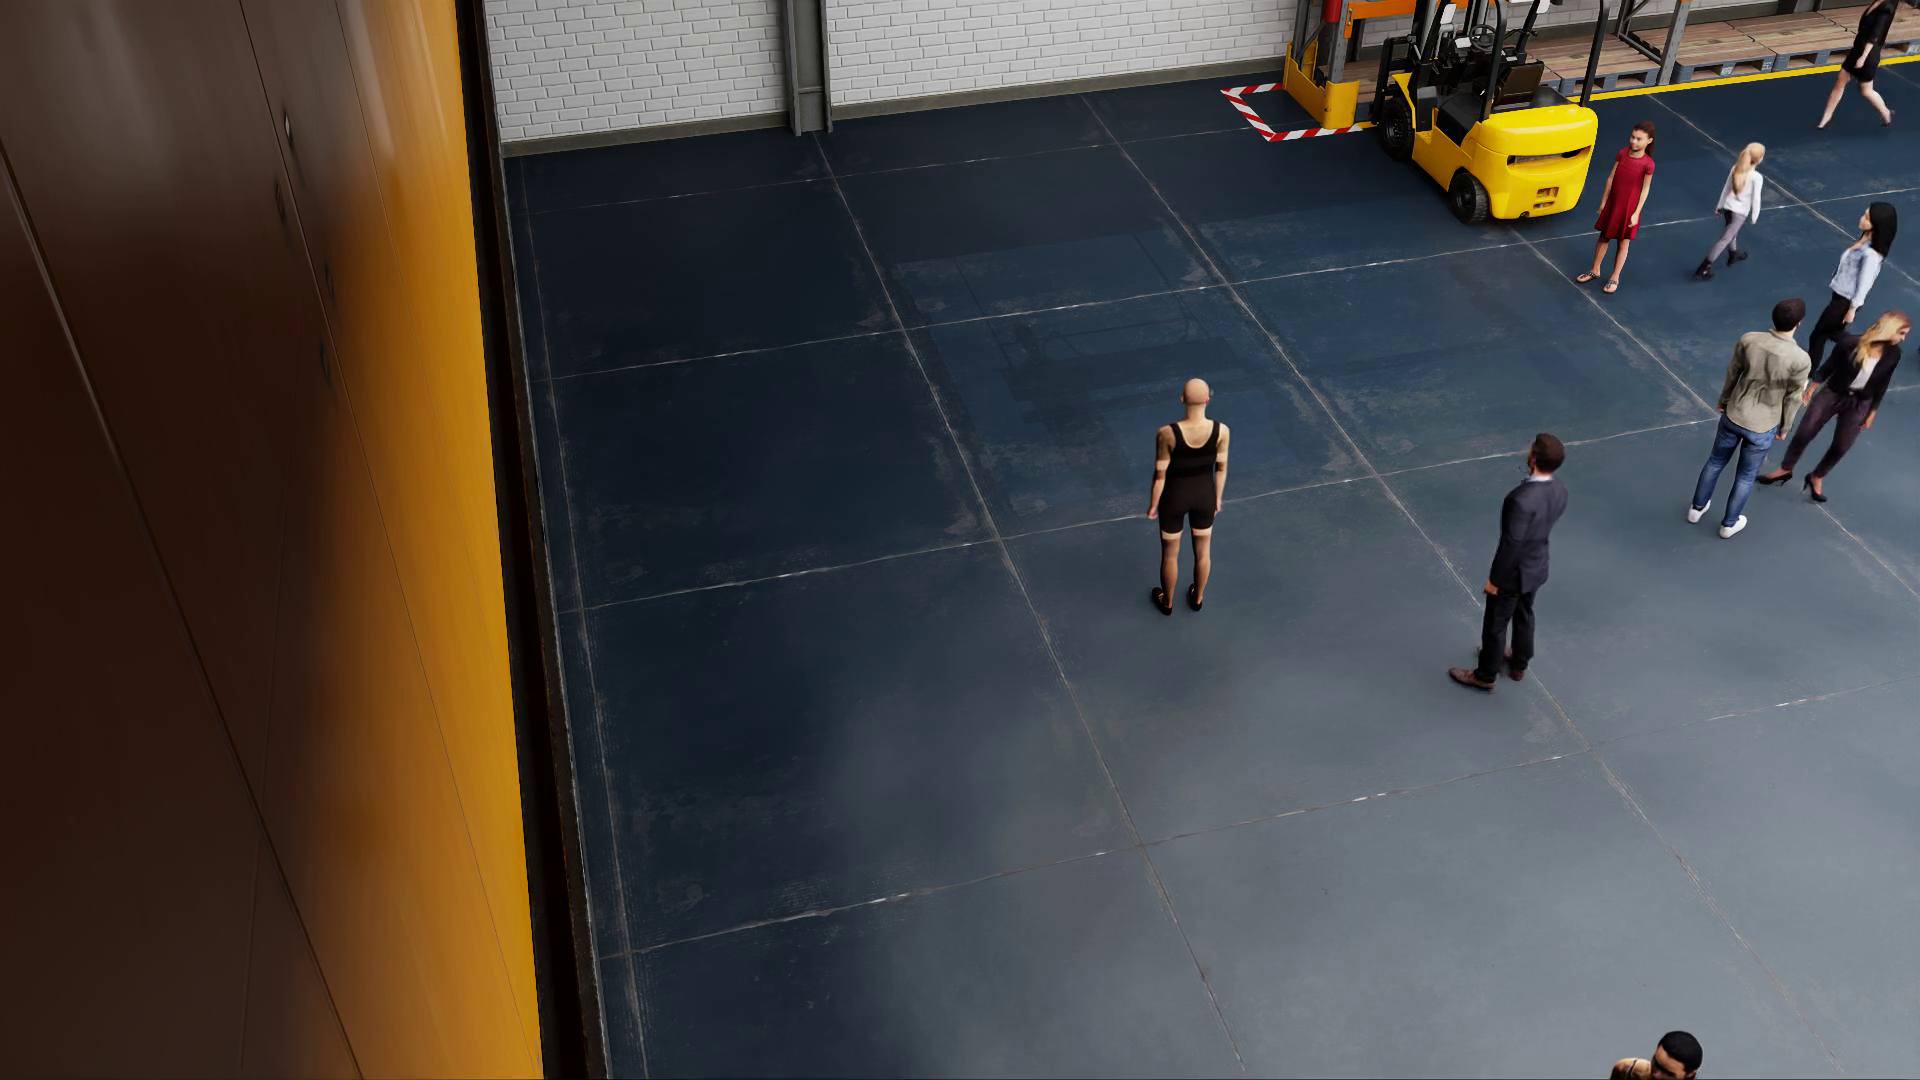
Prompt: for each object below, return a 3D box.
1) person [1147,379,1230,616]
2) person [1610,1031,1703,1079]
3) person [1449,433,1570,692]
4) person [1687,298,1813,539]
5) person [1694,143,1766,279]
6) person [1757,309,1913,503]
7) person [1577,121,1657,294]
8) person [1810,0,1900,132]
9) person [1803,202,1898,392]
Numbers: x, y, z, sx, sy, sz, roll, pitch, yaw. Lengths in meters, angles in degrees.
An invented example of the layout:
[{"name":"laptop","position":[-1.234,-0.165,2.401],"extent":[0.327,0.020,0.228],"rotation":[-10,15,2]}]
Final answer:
[{"name":"person","position":[1.498,-0.258,10.941],"extent":[0.509,1.812,0.740],"rotation":[-4,39,-5]},{"name":"person","position":[2.929,2.710,7.291],"extent":[0.685,1.729,0.661],"rotation":[-31,48,-32]},{"name":"person","position":[3.459,0.174,10.361],"extent":[0.842,1.860,0.687],"rotation":[31,48,33]},{"name":"person","position":[5.525,-0.849,11.640],"extent":[0.752,1.862,0.773],"rotation":[-30,48,-32]},{"name":"person","position":[6.797,-2.876,14.672],"extent":[0.912,1.246,0.590],"rotation":[-15,41,-18]},{"name":"person","position":[6.289,-0.988,11.995],"extent":[0.750,1.638,0.877],"rotation":[19,42,22]},{"name":"person","position":[5.781,-2.925,14.488],"extent":[0.713,1.554,0.655],"rotation":[-31,48,-33]},{"name":"person","position":[9.254,-4.872,16.832],"extent":[1.091,1.670,0.854],"rotation":[5,39,7]},{"name":"person","position":[7.034,-1.860,13.042],"extent":[1.060,1.693,0.952],"rotation":[14,41,17]}]
